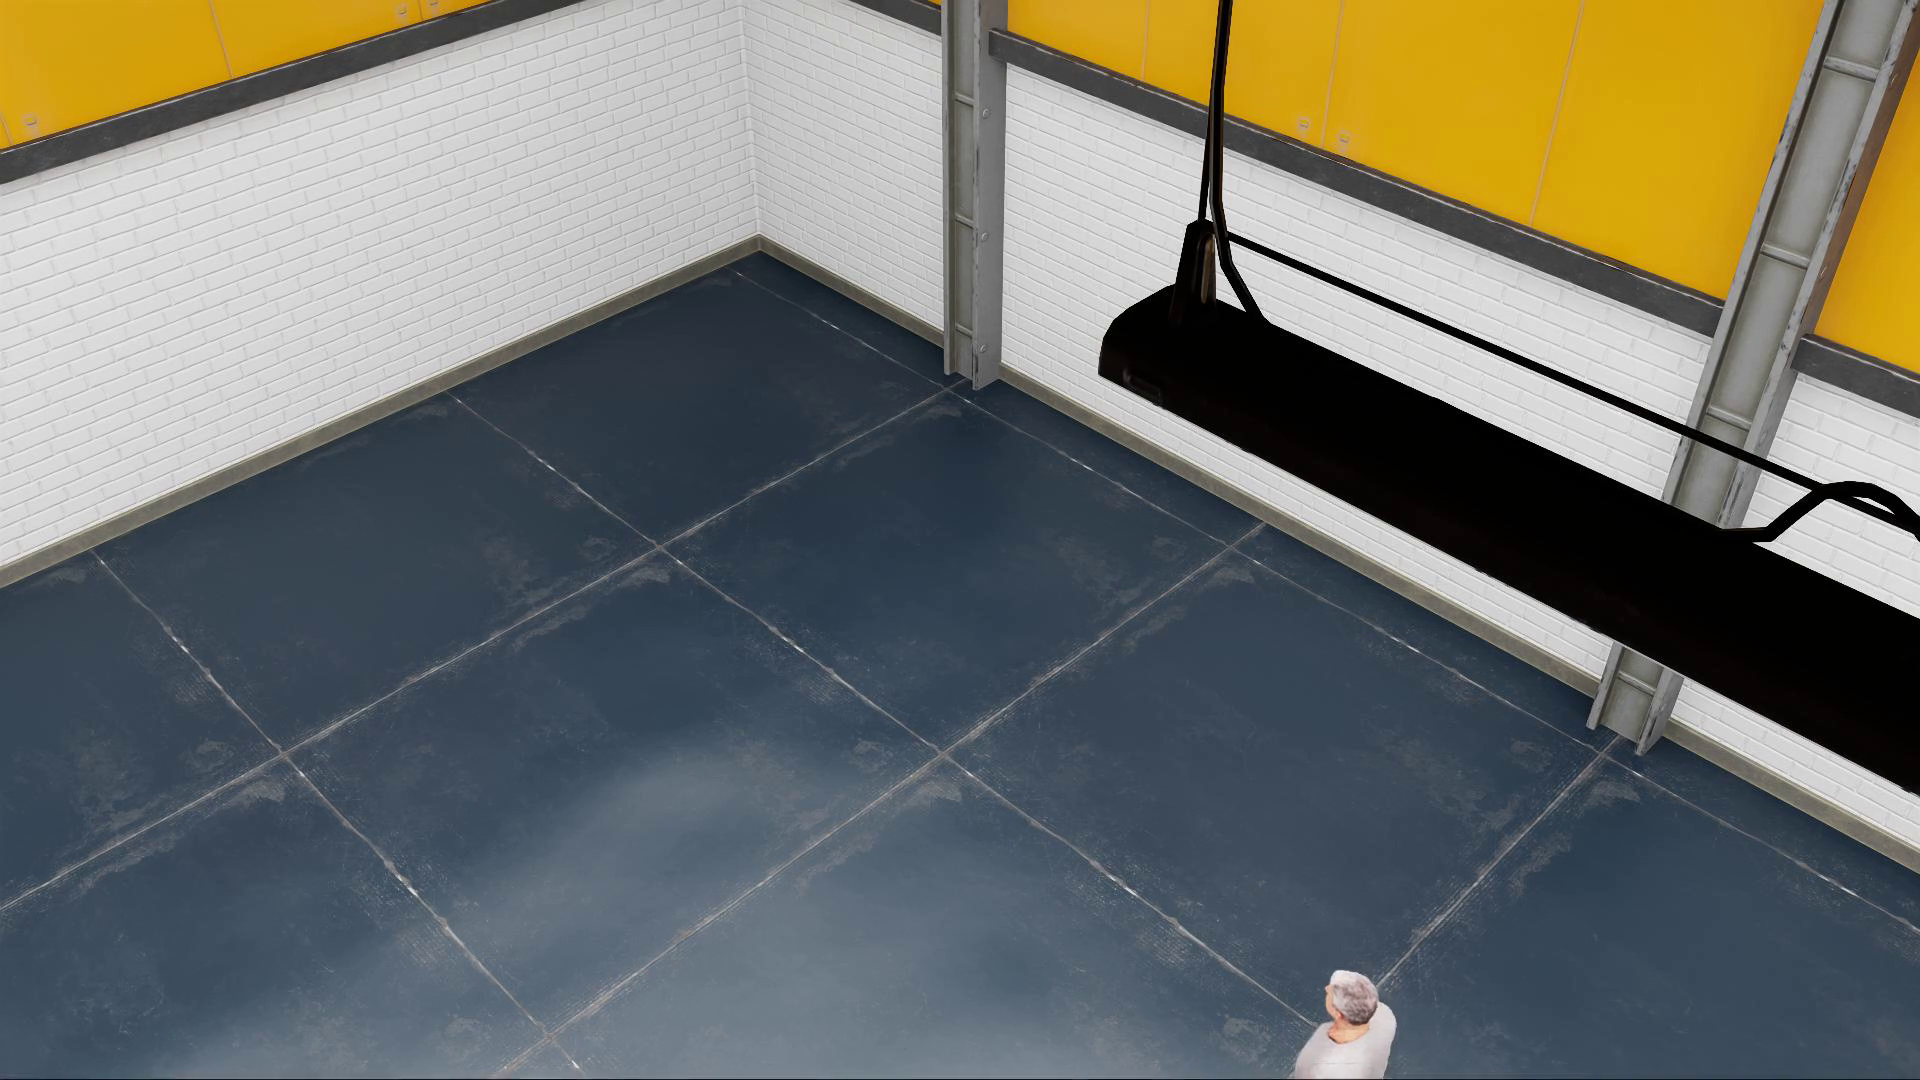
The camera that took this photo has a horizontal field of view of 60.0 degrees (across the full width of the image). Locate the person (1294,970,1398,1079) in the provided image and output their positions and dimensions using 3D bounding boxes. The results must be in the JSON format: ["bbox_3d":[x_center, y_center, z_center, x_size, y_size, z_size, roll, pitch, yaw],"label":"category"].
[{"bbox_3d":[1.769,2.684,7.556,1.222,1.870,0.802,28,47,31],"label":"person"}]
